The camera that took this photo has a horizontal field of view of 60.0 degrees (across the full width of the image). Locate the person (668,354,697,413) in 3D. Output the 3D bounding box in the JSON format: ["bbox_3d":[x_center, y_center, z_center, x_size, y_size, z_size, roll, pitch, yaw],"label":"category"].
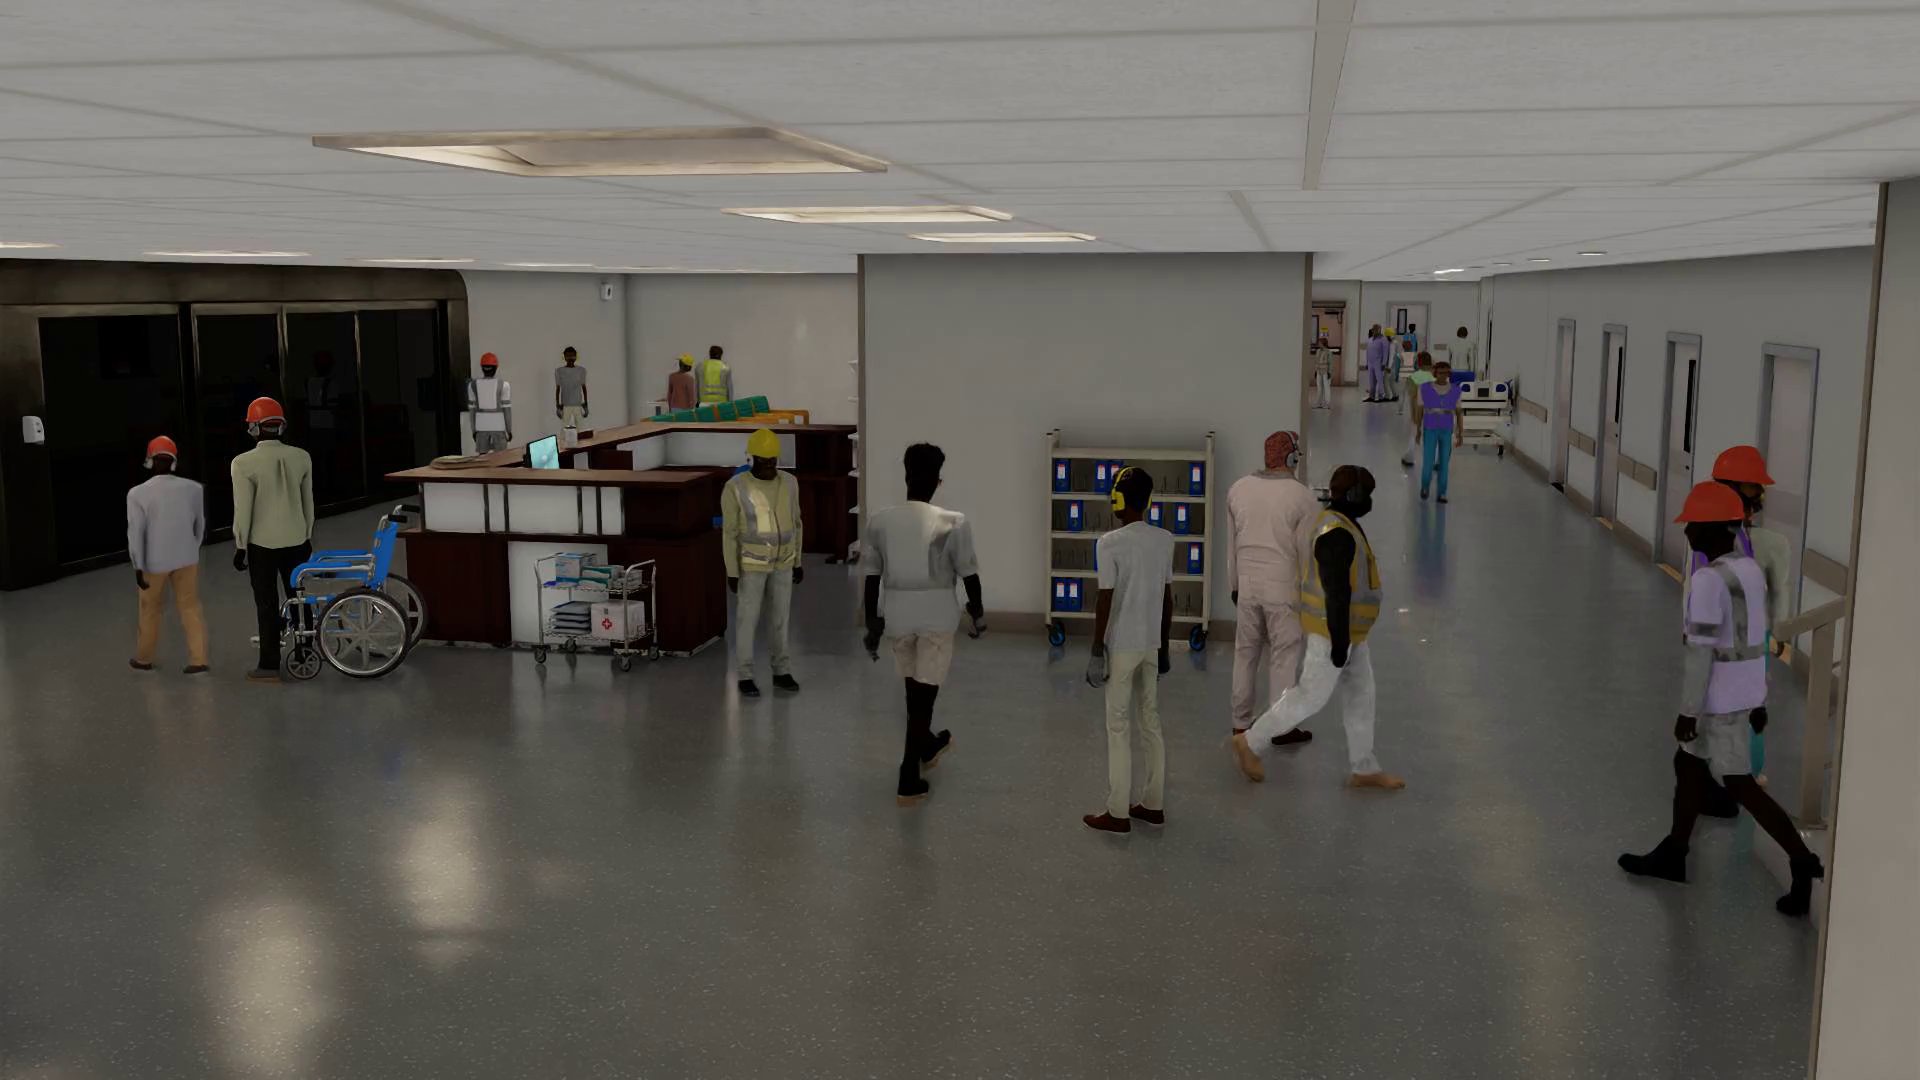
[{"bbox_3d":[-4.425,-2.073,26.271,0.553,1.727,0.466,5,10,32],"label":"person"}]

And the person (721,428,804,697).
[{"bbox_3d":[-1.320,0.149,11.241,0.599,1.822,0.414,-6,11,-35],"label":"person"}]

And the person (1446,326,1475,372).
[{"bbox_3d":[10.962,-3.709,36.435,0.635,1.936,0.354,6,10,34],"label":"person"}]

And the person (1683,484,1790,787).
[{"bbox_3d":[4.264,0.486,9.162,0.533,1.767,0.324,4,10,27],"label":"person"}]

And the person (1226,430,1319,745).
[{"bbox_3d":[1.913,0.285,10.074,0.648,1.901,0.399,8,12,43],"label":"person"}]

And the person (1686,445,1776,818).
[{"bbox_3d":[4.012,0.468,8.717,0.375,1.935,0.551,5,10,29],"label":"person"}]

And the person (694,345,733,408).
[{"bbox_3d":[-4.048,-2.280,27.340,0.643,1.828,0.432,0,9,-1],"label":"person"}]

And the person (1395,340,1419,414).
[{"bbox_3d":[9.797,-3.560,36.474,0.513,1.633,0.317,1,9,4],"label":"person"}]

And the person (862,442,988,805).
[{"bbox_3d":[-0.157,0.418,9.136,0.613,1.909,0.975,4,9,25],"label":"person"}]

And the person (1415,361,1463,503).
[{"bbox_3d":[6.170,-1.389,21.416,0.582,1.829,0.450,0,9,2],"label":"person"}]

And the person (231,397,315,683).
[{"bbox_3d":[-4.802,-0.001,11.637,0.381,1.994,0.613,6,10,33],"label":"person"}]

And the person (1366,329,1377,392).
[{"bbox_3d":[10.984,-4.772,44.282,0.320,1.695,0.537,2,9,13],"label":"person"}]

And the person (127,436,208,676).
[{"bbox_3d":[-5.649,0.113,11.804,0.758,1.712,0.583,7,11,37],"label":"person"}]

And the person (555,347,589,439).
[{"bbox_3d":[-6.056,-2.085,25.948,0.500,1.860,0.328,-4,9,-25],"label":"person"}]

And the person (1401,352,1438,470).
[{"bbox_3d":[7.130,-1.978,25.446,0.587,1.795,0.986,-1,9,-9],"label":"person"}]

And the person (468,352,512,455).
[{"bbox_3d":[-6.072,-1.463,21.570,0.546,1.928,0.381,0,9,-1],"label":"person"}]

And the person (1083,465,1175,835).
[{"bbox_3d":[0.859,0.555,8.410,0.510,1.862,0.324,-7,11,-37],"label":"person"}]

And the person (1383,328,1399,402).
[{"bbox_3d":[10.456,-4.258,40.494,0.483,1.803,0.632,2,9,15],"label":"person"}]

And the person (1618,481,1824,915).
[{"bbox_3d":[3.491,0.694,7.397,0.948,1.901,0.540,7,11,40],"label":"person"}]

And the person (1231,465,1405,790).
[{"bbox_3d":[1.976,0.479,9.131,0.892,1.802,0.626,3,9,17],"label":"person"}]

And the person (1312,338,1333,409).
[{"bbox_3d":[8.336,-3.819,38.158,0.313,1.636,0.517,-5,10,-29],"label":"person"}]

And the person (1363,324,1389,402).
[{"bbox_3d":[10.098,-4.295,40.425,0.408,1.906,0.653,-5,10,-28],"label":"person"}]

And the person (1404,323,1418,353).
[{"bbox_3d":[14.087,-5.932,52.032,0.546,1.690,0.324,-4,9,-24],"label":"person"}]
